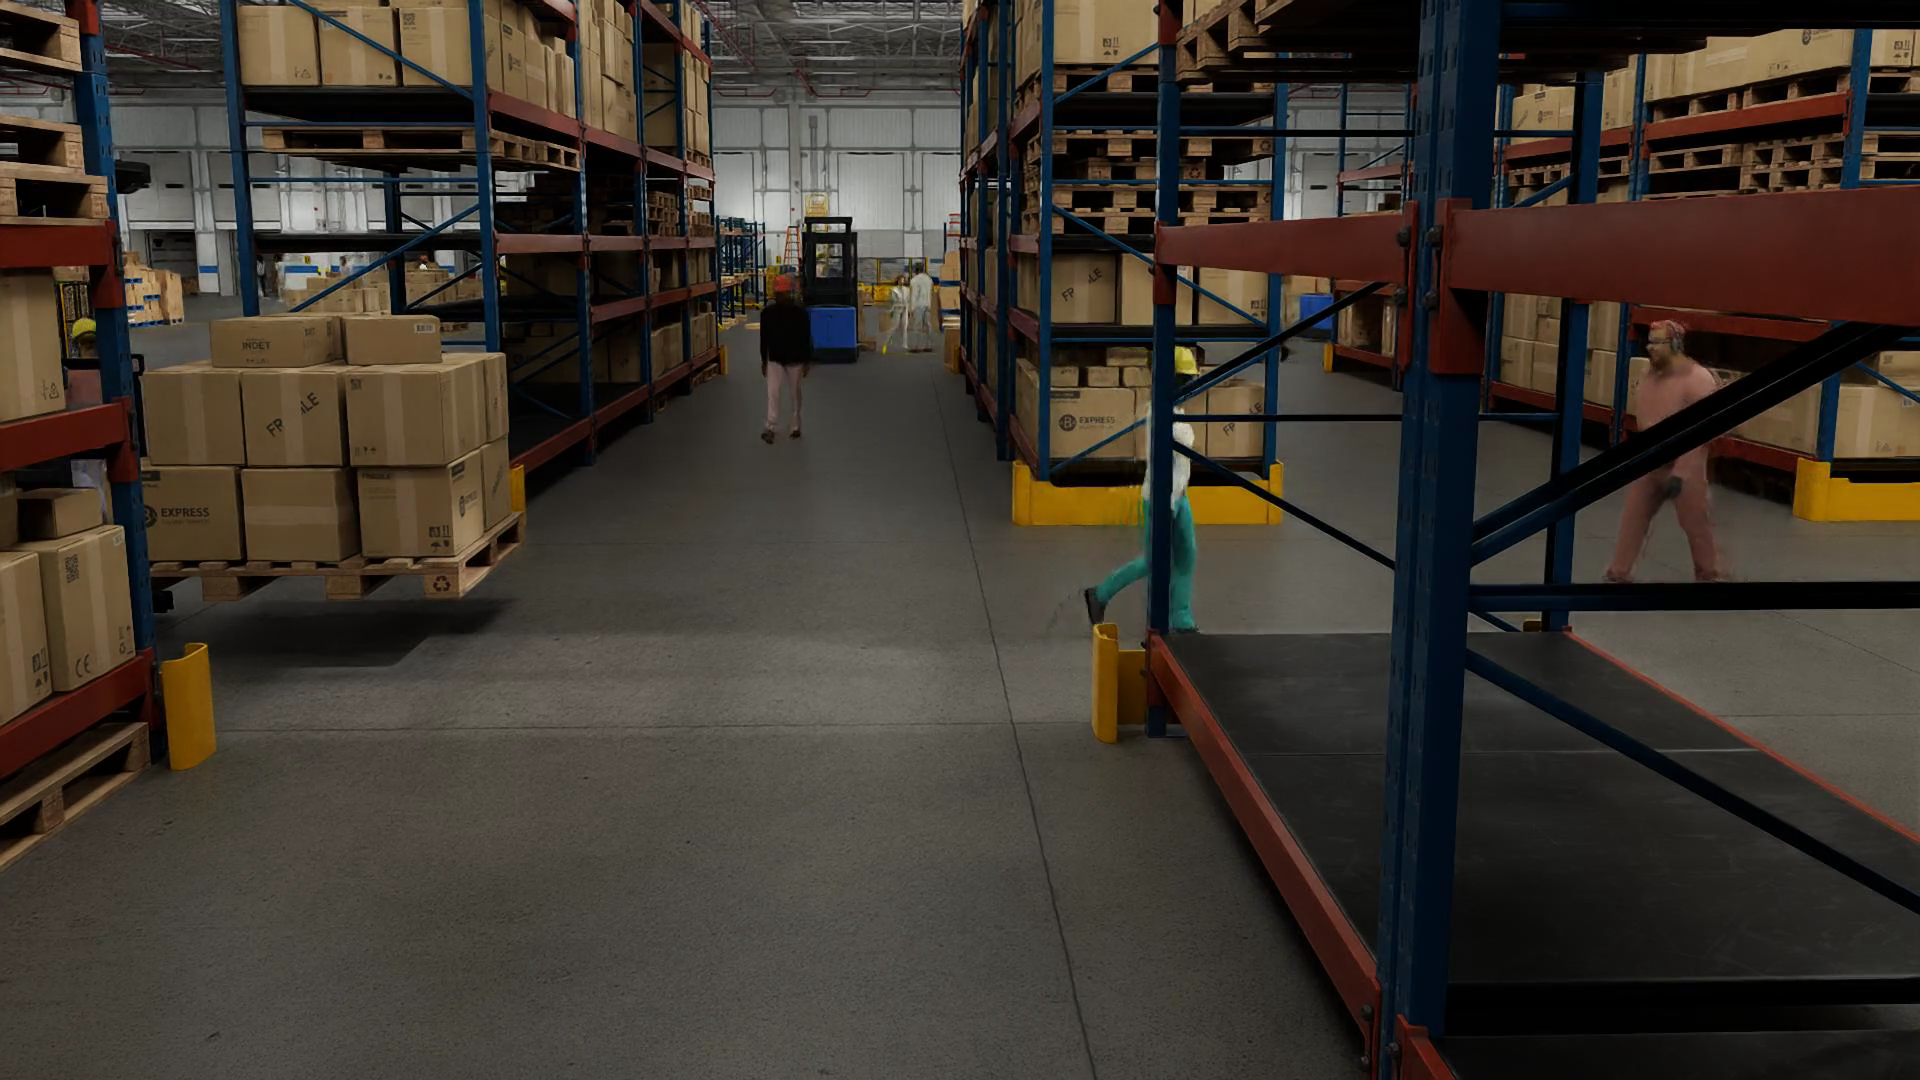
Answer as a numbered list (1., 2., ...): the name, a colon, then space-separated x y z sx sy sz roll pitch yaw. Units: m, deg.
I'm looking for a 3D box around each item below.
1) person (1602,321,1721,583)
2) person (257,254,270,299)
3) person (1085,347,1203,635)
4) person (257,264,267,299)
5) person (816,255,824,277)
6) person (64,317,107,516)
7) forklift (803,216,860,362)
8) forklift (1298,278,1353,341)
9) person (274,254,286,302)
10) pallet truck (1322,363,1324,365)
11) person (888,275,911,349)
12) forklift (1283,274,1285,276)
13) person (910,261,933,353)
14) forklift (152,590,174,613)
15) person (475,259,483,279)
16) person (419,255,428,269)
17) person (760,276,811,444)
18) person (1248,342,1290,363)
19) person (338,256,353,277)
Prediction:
1. person: 4.461 -0.449 10.499 0.990 1.853 0.647 -4 11 -22
2. person: -28.848 -10.879 68.484 0.751 1.897 0.605 2 10 9
3. person: 1.133 -0.256 9.699 0.699 1.747 0.518 5 11 26
4. person: -28.803 -10.698 67.726 0.904 1.815 0.629 1 10 5
5. person: -5.343 -9.475 60.653 0.627 1.889 0.879 7 12 33
6. person: -6.867 -0.880 13.171 0.363 1.750 0.545 10 14 43
7. forklift: -2.554 -4.922 32.542 1.129 2.768 1.873 0 10 -2
8. forklift: 9.122 -6.154 39.403 1.873 2.768 1.129 -3 11 -19
9. person: -26.631 -10.267 65.149 0.439 1.858 0.523 3 11 18
10. pallet truck: 7.712 -4.157 30.737 1.885 1.965 0.823 3 11 16
11. person: -1.348 -5.027 36.633 0.520 1.621 0.568 -6 12 -29
12. forklift: 12.433 -10.159 61.717 1.129 2.768 1.873 -5 11 -27
13. person: -0.817 -4.917 35.142 0.356 1.936 0.635 8 13 37
14. forklift: -5.858 -0.811 9.639 1.873 2.768 1.129 -1 10 -3
15. person: -16.762 -9.120 58.613 0.583 1.921 0.390 -6 12 -29
16. person: -17.821 -8.524 55.385 0.355 1.883 0.575 -3 11 -17
17. person: -2.058 -2.094 19.409 0.645 1.932 1.050 2 10 9
18. person: 5.948 -4.349 32.049 0.776 1.913 0.552 0 10 1
19. person: -19.951 -8.275 54.022 0.649 1.876 1.070 6 12 29
